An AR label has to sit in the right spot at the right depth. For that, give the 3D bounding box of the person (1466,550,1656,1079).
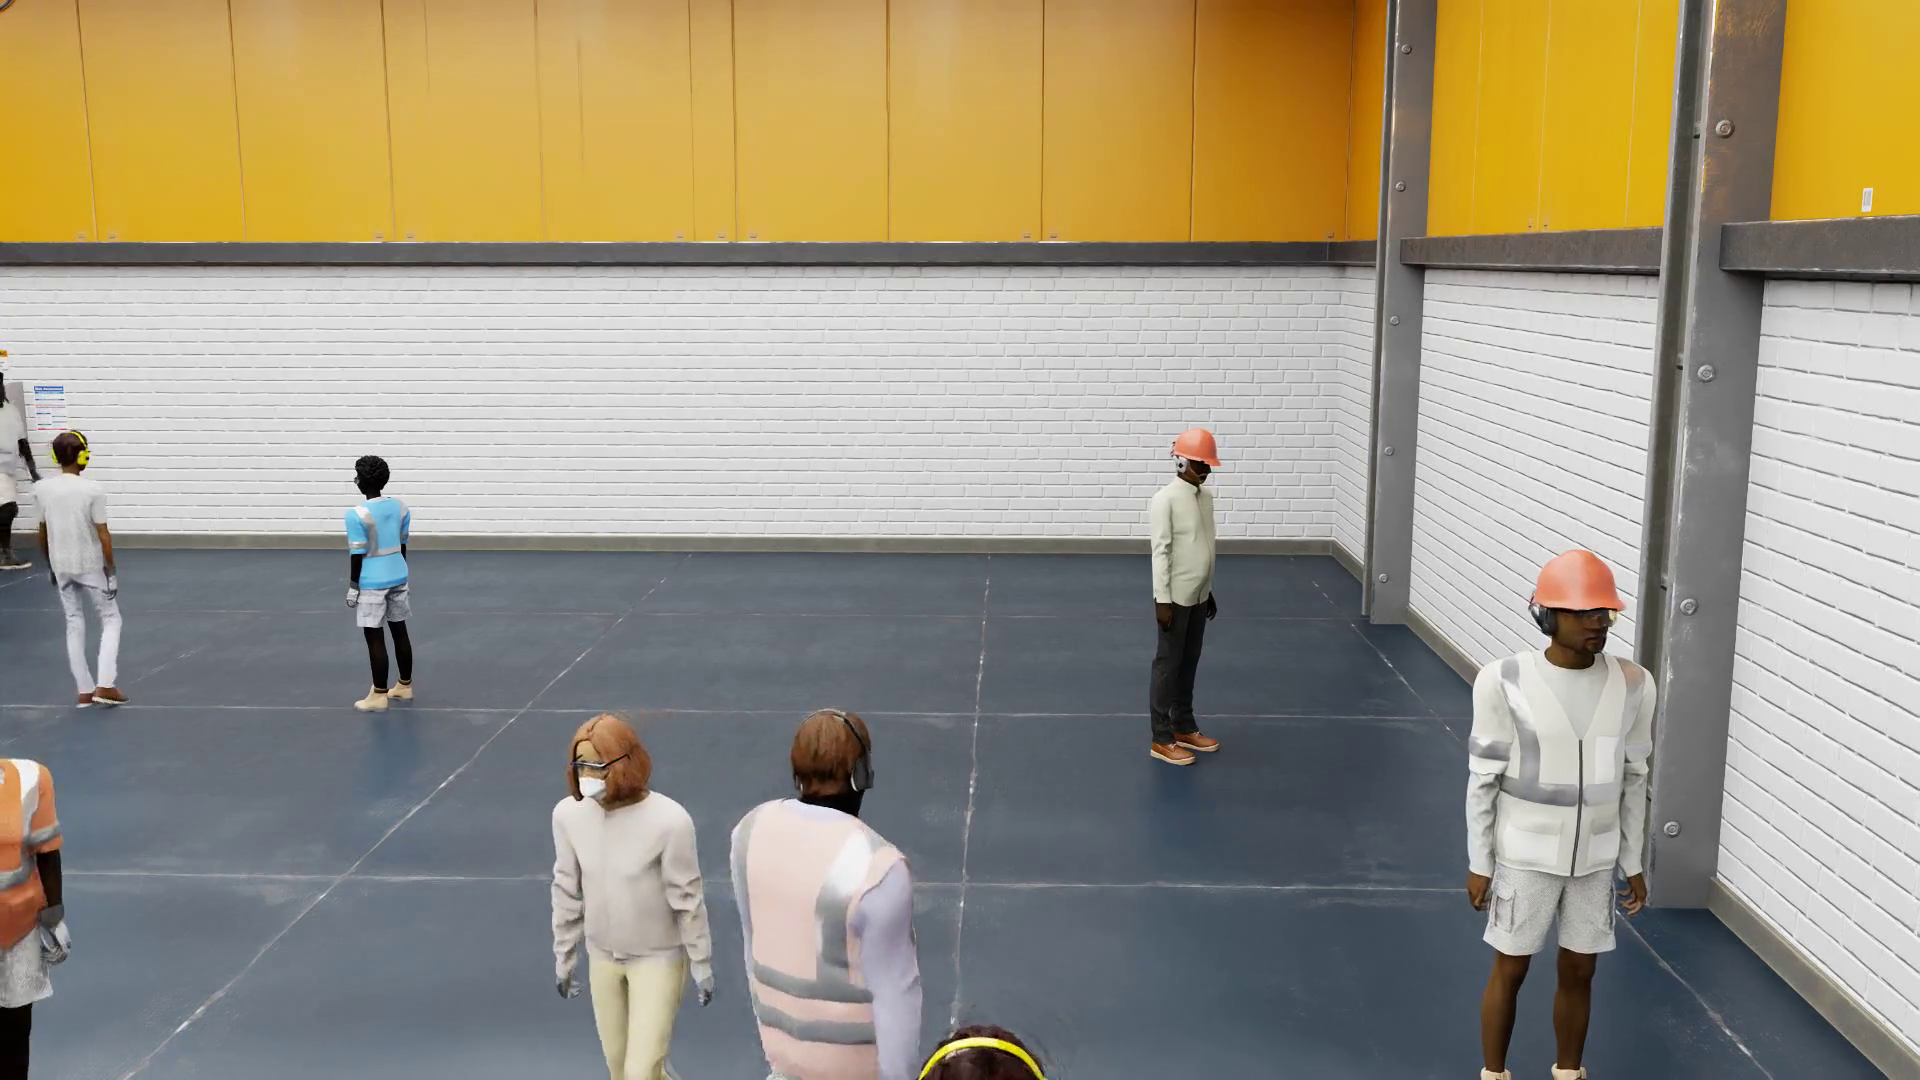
[{"bbox_3d":[1.990,1.040,5.530,0.613,2.048,0.362,0,10,-3],"label":"person"}]

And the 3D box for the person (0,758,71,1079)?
[{"bbox_3d":[-3.157,1.259,5.333,0.419,1.680,0.535,8,12,38],"label":"person"}]

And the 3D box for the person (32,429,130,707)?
[{"bbox_3d":[-5.817,0.198,11.006,0.545,1.864,0.400,0,10,0],"label":"person"}]

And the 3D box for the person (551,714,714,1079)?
[{"bbox_3d":[-1.019,1.318,5.166,0.529,1.612,0.390,4,11,23],"label":"person"}]

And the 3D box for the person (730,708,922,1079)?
[{"bbox_3d":[-0.382,1.353,4.407,0.646,1.818,0.723,9,13,42],"label":"person"}]

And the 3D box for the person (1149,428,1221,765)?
[{"bbox_3d":[1.348,0.323,9.907,0.387,1.988,0.608,7,12,35],"label":"person"}]

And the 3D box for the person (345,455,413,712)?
[{"bbox_3d":[-3.838,0.284,10.982,0.318,1.697,0.534,4,10,22],"label":"person"}]

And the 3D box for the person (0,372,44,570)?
[{"bbox_3d":[-9.063,-0.658,15.775,0.462,1.939,0.649,0,10,0],"label":"person"}]

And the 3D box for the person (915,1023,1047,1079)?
[{"bbox_3d":[0.053,1.622,2.776,0.524,1.837,0.809,1,10,7],"label":"person"}]
